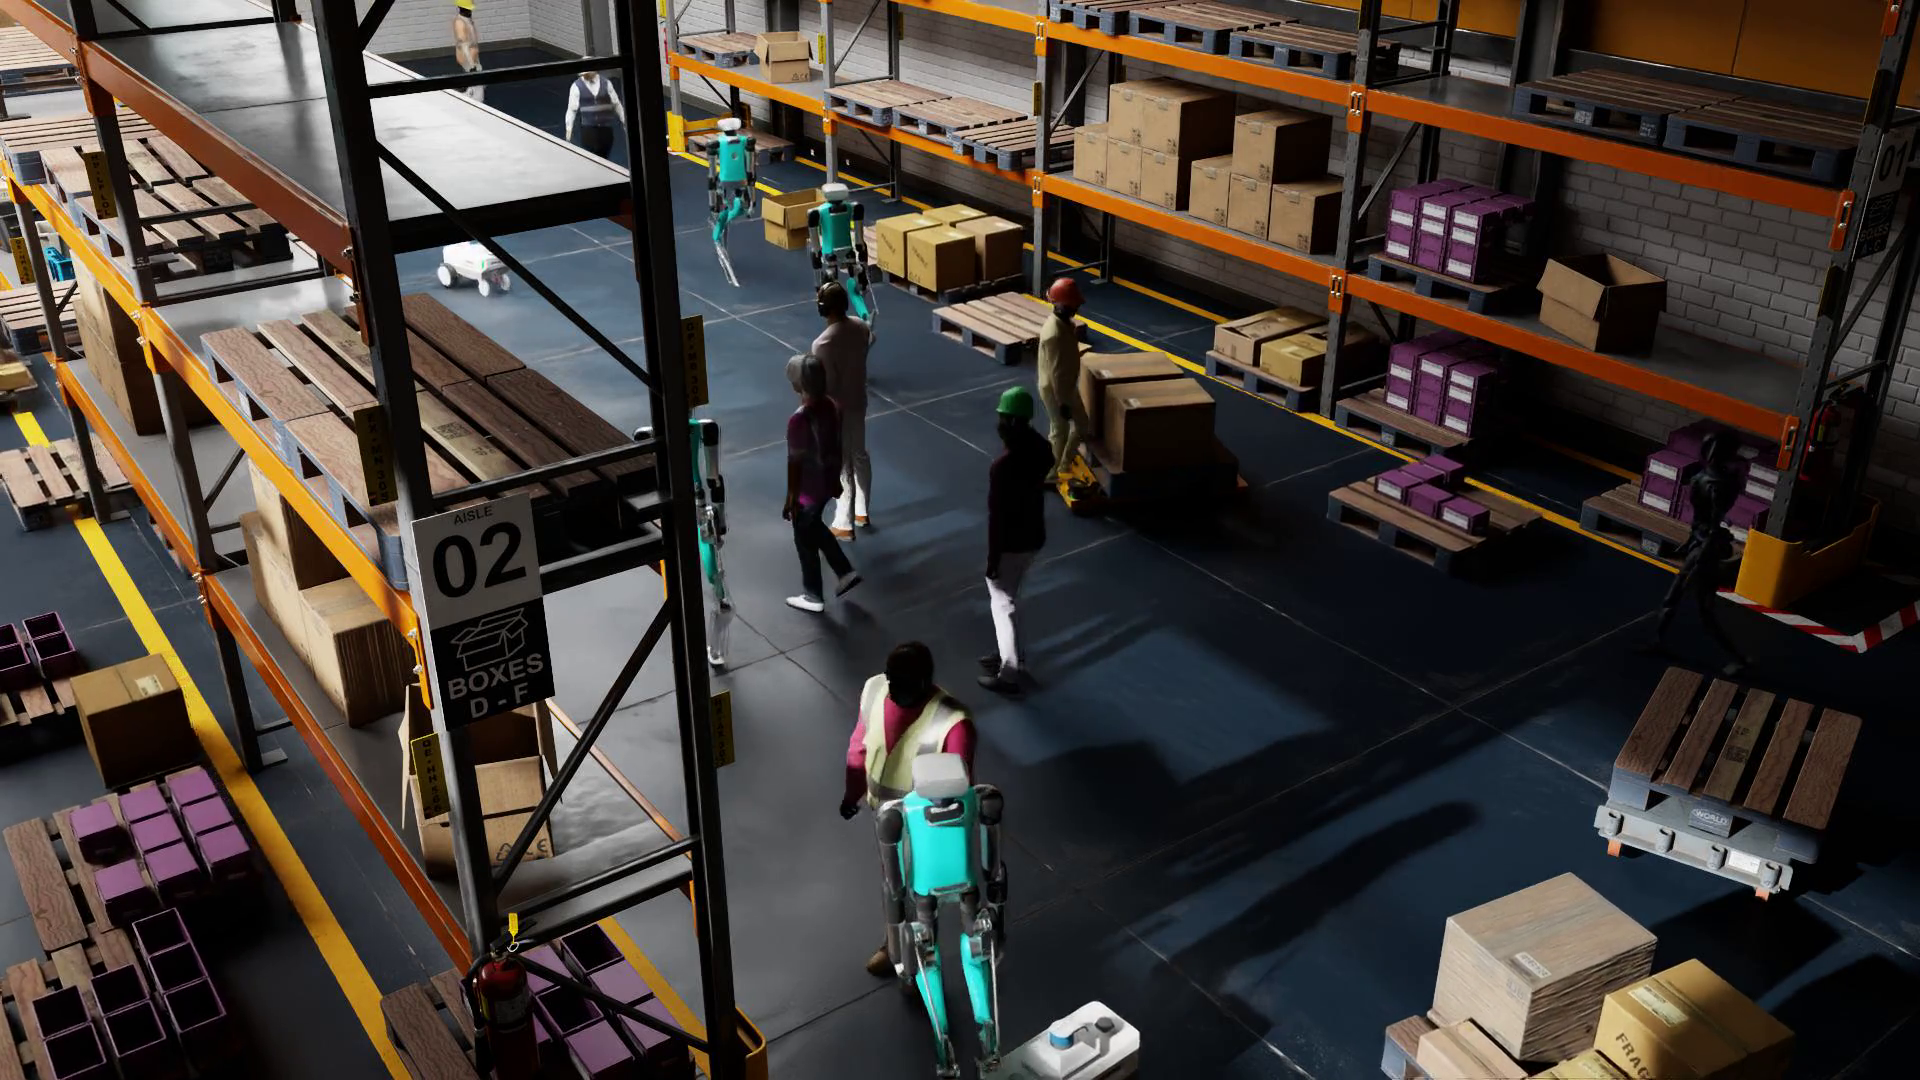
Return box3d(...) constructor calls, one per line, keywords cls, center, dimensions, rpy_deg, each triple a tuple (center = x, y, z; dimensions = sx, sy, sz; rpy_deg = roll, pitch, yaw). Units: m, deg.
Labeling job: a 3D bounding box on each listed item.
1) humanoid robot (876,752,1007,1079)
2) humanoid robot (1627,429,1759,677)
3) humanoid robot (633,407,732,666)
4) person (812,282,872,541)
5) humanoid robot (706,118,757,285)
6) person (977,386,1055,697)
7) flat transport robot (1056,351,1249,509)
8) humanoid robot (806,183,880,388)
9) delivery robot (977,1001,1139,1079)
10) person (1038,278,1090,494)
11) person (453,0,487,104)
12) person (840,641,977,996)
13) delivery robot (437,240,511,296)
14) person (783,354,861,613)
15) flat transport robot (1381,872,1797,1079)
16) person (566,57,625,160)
box3d(cls="humanoid robot", center=(-0.011, 1.765, 6.835), dimensions=(0.543, 1.780, 0.719), rpy_deg=(-7, 28, -14))
box3d(cls="humanoid robot", center=(4.683, 0.083, 10.328), dimensions=(0.762, 1.648, 0.599), rpy_deg=(8, 28, 16))
box3d(cls="humanoid robot", center=(-1.663, 0.009, 10.301), dimensions=(0.532, 1.738, 0.778), rpy_deg=(-9, 28, -18))
box3d(cls="person", center=(-0.861, -0.917, 11.958), dimensions=(0.379, 1.937, 0.628), rpy_deg=(13, 29, 24))
box3d(cls="humanoid robot", center=(-2.513, -3.626, 17.611), dimensions=(0.548, 1.780, 0.991), rpy_deg=(-14, 30, -26))
box3d(cls="person", center=(0.320, 0.001, 10.162), dimensions=(0.481, 1.910, 0.525), rpy_deg=(17, 31, 30))
box3d(cls="flat transport robot", center=(1.468, -0.510, 13.001), dimensions=(1.431, 0.231, 0.659), rpy_deg=(-6, 27, -11))
box3d(cls="humanoid robot", center=(-0.980, -2.166, 14.785), dimensions=(0.543, 1.888, 0.786), rpy_deg=(-12, 29, -22))
box3d(cls="delivery robot", center=(0.416, 2.312, 7.076), dimensions=(0.801, 0.600, 0.499), rpy_deg=(-21, 33, -35))
box3d(cls="person", center=(0.828, -1.157, 12.657), dimensions=(0.455, 1.732, 0.593), rpy_deg=(7, 28, 14))
box3d(cls="person", center=(-7.109, -6.958, 24.046), dimensions=(0.534, 1.880, 0.630), rpy_deg=(-1, 27, -3))
box3d(cls="person", center=(-0.263, 1.271, 7.732), dimensions=(0.674, 1.830, 0.511), rpy_deg=(23, 35, 38))
box3d(cls="delivery robot", center=(-5.082, -2.893, 17.428), dimensions=(0.801, 0.598, 0.499), rpy_deg=(19, 33, 33))
box3d(cls="person", center=(-0.982, -0.353, 10.949), dimensions=(0.432, 1.837, 0.517), rpy_deg=(12, 29, 23))
box3d(cls="flat transport robot", center=(2.478, 2.525, 6.965), dimensions=(1.431, 0.231, 0.659), rpy_deg=(-13, 29, -24))
box3d(cls="person", center=(-4.498, -5.115, 20.548), dimensions=(0.795, 1.719, 0.533), rpy_deg=(-13, 29, -24))
